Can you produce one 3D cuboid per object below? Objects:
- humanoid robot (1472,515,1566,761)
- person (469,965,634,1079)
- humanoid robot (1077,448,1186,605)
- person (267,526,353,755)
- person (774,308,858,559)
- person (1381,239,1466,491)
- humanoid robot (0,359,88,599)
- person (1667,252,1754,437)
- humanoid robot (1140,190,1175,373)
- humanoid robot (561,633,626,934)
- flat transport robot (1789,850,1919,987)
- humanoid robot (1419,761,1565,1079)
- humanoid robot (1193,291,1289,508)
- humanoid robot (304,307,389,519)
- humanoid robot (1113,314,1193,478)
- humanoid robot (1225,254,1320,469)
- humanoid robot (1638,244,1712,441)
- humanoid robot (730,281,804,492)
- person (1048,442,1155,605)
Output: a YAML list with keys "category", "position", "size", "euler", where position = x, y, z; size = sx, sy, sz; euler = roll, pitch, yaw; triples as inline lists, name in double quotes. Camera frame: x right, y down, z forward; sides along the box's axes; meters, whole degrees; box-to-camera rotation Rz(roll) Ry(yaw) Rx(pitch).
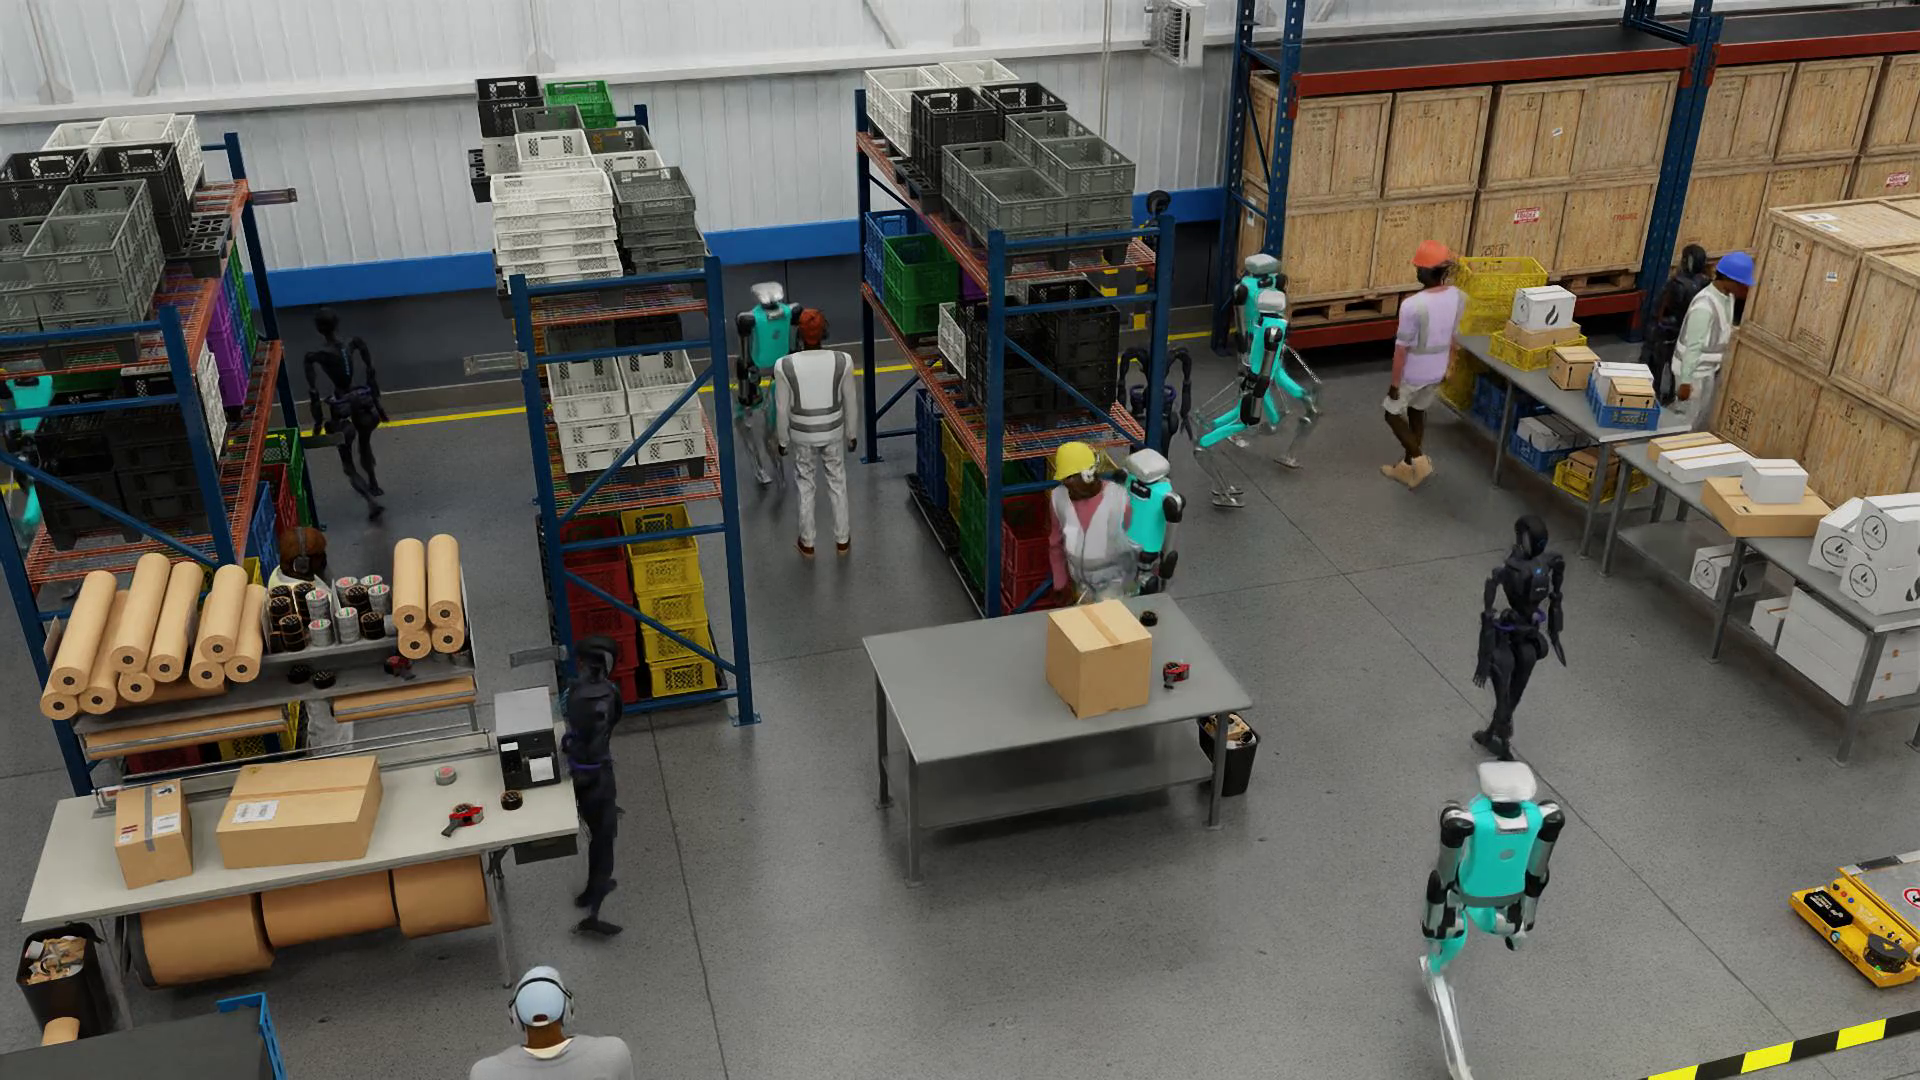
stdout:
- category: "humanoid robot"
  position: [3.233, 0.599, 9.633]
  size: [0.596, 1.652, 0.490]
  euler: [-11, 31, -20]
- category: "person"
  position: [-1.484, 2.331, 6.275]
  size: [0.598, 1.850, 0.387]
  euler: [-8, 30, -14]
- category: "humanoid robot"
  position: [0.969, 0.359, 10.060]
  size: [0.699, 1.862, 0.553]
  euler: [-21, 35, -33]
- category: "person"
  position: [-3.486, 0.754, 9.158]
  size: [0.429, 1.842, 0.621]
  euler: [-16, 33, -27]
- category: "person"
  position: [-1.014, -0.745, 11.840]
  size: [0.583, 1.882, 0.337]
  euler: [-6, 29, -10]
- category: "person"
  position: [3.546, -1.284, 12.687]
  size: [0.602, 2.024, 0.574]
  euler: [-14, 32, -24]
- category: "humanoid robot"
  position: [-6.253, -0.346, 11.340]
  size: [0.538, 1.845, 0.768]
  euler: [-1, 29, -1]
- category: "person"
  position: [5.710, -1.322, 12.851]
  size: [0.483, 1.918, 0.641]
  euler: [23, 36, 35]
- category: "humanoid robot"
  position: [1.756, -2.321, 14.908]
  size: [0.315, 1.655, 0.599]
  euler: [5, 29, 8]
- category: "humanoid robot"
  position: [-1.875, 1.217, 8.499]
  size: [0.418, 1.636, 0.672]
  euler: [-12, 31, -20]
- category: "flat transport robot"
  position: [5.163, 1.916, 8.676]
  size: [1.431, 0.231, 0.659]
  euler: [-8, 30, -14]
- category: "humanoid robot"
  position: [2.327, 1.637, 7.719]
  size: [0.539, 1.770, 1.038]
  euler: [-2, 29, -4]
- category: "humanoid robot"
  position: [2.024, -1.058, 12.456]
  size: [0.744, 1.686, 0.532]
  euler: [3, 29, 5]
- category: "humanoid robot"
  position: [-4.579, -0.956, 12.501]
  size: [0.610, 1.646, 0.611]
  euler: [21, 35, 33]
- category: "humanoid robot"
  position: [1.443, -0.935, 12.384]
  size: [0.599, 1.657, 0.315]
  euler: [0, 29, 0]
- category: "humanoid robot"
  position: [2.493, -1.330, 13.065]
  size: [0.541, 1.736, 1.016]
  euler: [-20, 35, -32]
- category: "humanoid robot"
  position: [5.851, -1.636, 13.699]
  size: [0.588, 1.658, 0.380]
  euler: [-9, 30, -16]
- category: "humanoid robot"
  position: [-1.548, -1.186, 12.826]
  size: [0.541, 1.809, 0.735]
  euler: [-17, 33, -28]
- category: "person"
  position: [0.814, 0.247, 10.153]
  size: [0.670, 1.776, 0.659]
  euler: [20, 35, 32]
